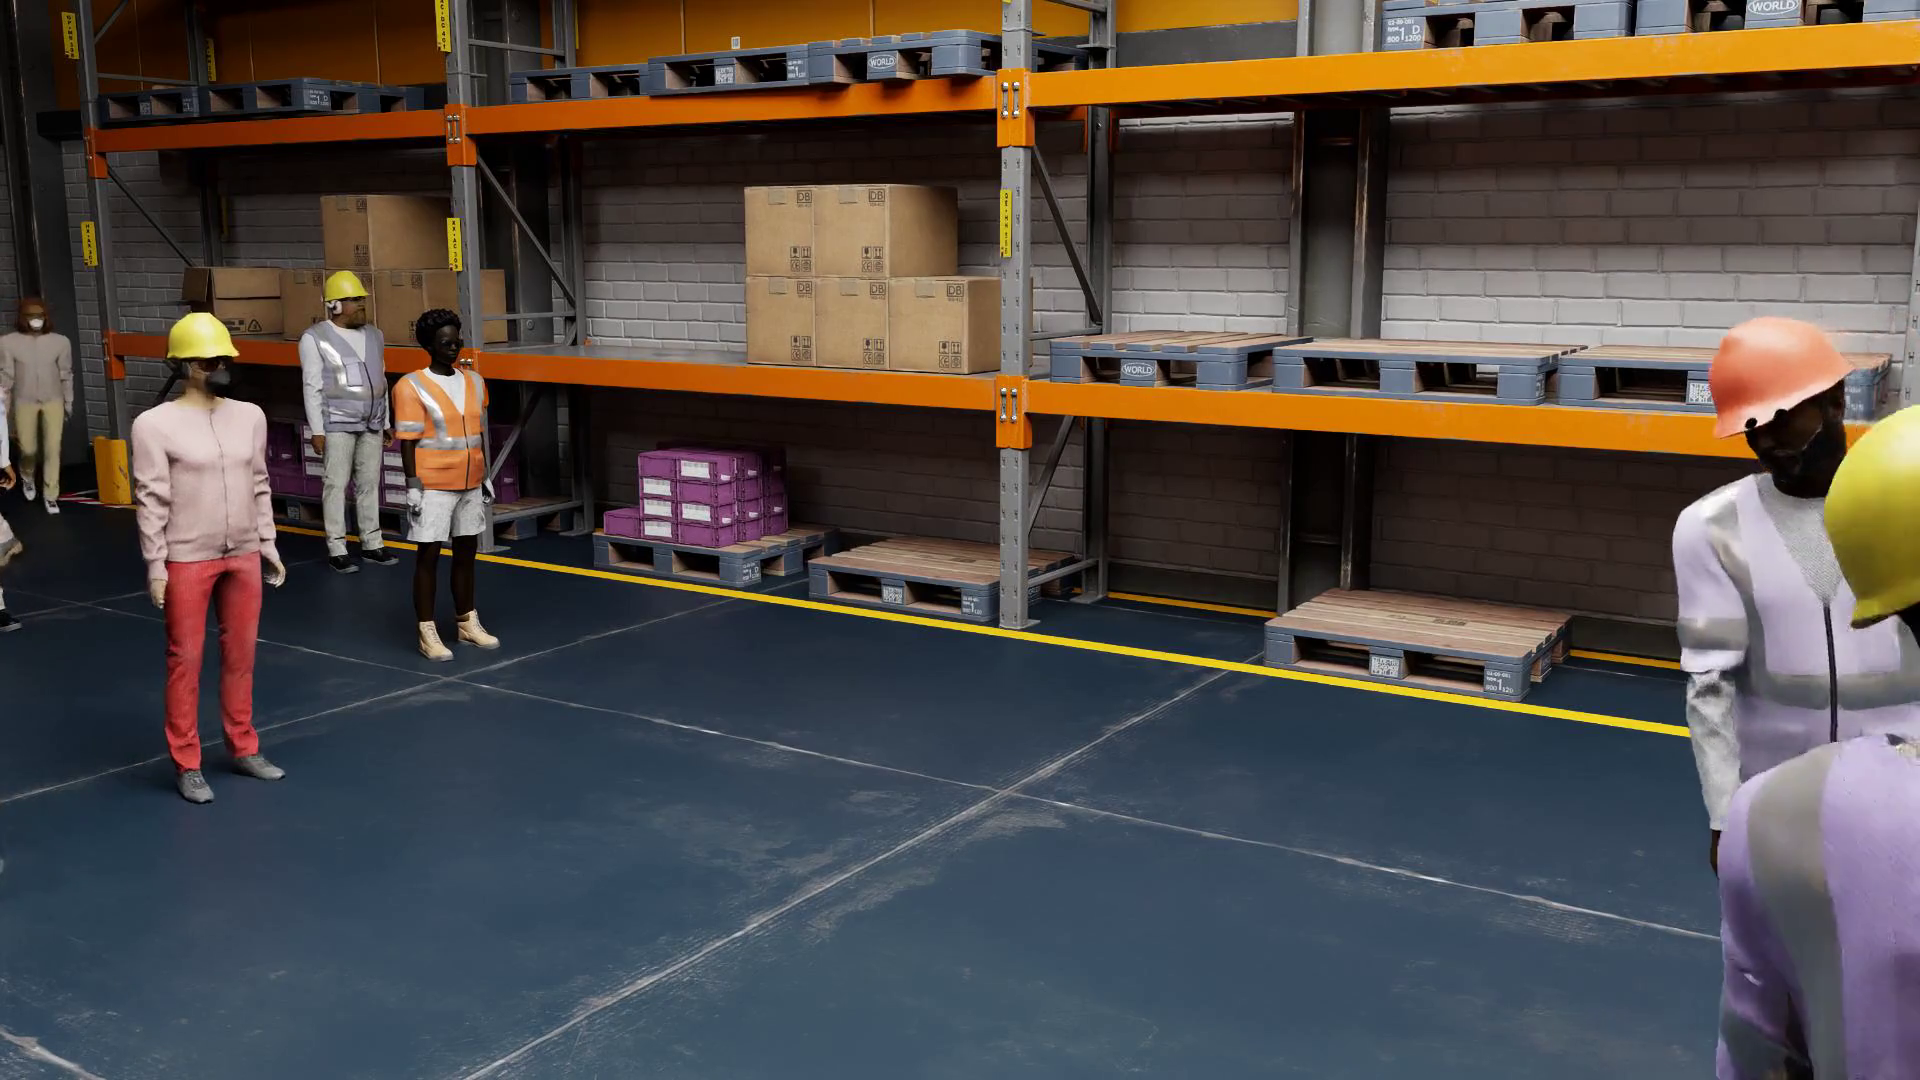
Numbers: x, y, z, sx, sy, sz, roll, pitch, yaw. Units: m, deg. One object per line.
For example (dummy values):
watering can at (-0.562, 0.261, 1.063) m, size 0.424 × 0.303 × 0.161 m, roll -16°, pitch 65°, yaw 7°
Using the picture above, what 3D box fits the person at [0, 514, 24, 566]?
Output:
person at (-6.108, -0.711, 9.936) m, size 0.651 × 1.923 × 1.042 m, roll 5°, pitch 12°, yaw 27°

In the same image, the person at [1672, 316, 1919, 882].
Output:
person at (1.737, 0.499, 3.334) m, size 0.635 × 1.873 × 0.701 m, roll 5°, pitch 12°, yaw 28°

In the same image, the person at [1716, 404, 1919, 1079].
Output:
person at (0.992, 0.826, 1.531) m, size 0.372 × 1.878 × 0.680 m, roll -7°, pitch 12°, yaw -34°

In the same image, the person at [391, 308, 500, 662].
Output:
person at (-2.489, -0.271, 8.084) m, size 0.316 × 1.696 × 0.540 m, roll 6°, pitch 12°, yaw 31°

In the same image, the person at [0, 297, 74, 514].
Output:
person at (-6.904, -1.016, 12.440) m, size 0.520 × 1.610 × 0.593 m, roll -7°, pitch 13°, yaw -35°

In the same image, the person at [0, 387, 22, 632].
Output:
person at (-5.107, -0.404, 8.448) m, size 0.404 × 1.832 × 0.600 m, roll 6°, pitch 12°, yaw 31°

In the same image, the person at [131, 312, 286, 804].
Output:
person at (-2.709, 0.065, 6.053) m, size 0.353 × 1.763 × 0.536 m, roll 6°, pitch 12°, yaw 32°

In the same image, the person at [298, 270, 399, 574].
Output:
person at (-3.730, -0.725, 10.210) m, size 0.404 × 1.836 × 0.600 m, roll 6°, pitch 12°, yaw 31°
